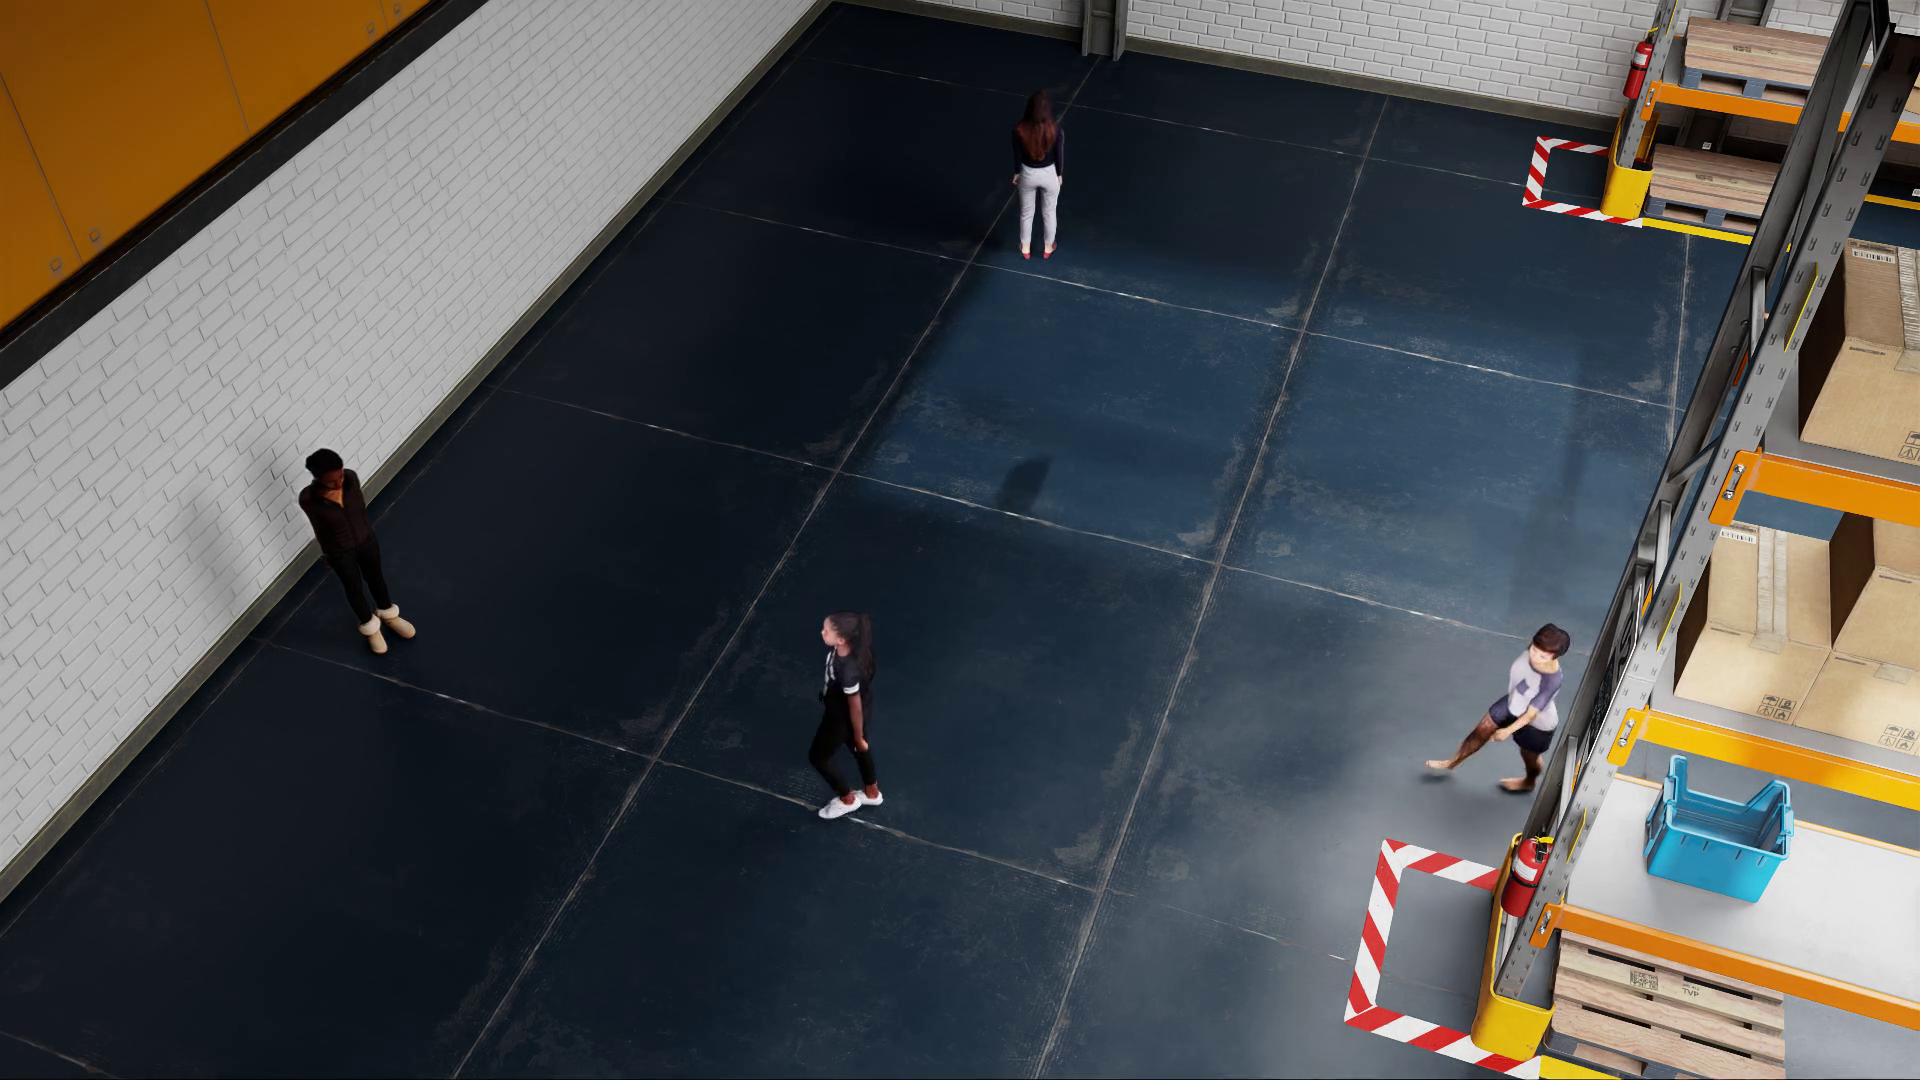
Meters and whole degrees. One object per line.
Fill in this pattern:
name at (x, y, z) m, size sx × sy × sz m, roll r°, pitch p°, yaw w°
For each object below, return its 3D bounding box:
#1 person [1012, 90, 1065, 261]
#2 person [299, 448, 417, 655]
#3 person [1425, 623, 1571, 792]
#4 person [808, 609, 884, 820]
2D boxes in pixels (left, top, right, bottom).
person at (0.675, -3.144, 14.347) m, size 0.573 × 1.608 × 0.716 m, roll 2°, pitch 44°, yaw 2°
person at (-4.036, 0.021, 10.989) m, size 0.709 × 1.657 × 0.659 m, roll 26°, pitch 49°, yaw 25°
person at (3.480, 1.053, 10.001) m, size 1.007 × 1.526 × 0.822 m, roll -2°, pitch 44°, yaw -2°
person at (-0.586, 1.030, 9.888) m, size 0.756 × 1.715 × 0.714 m, roll 1°, pitch 44°, yaw 1°
